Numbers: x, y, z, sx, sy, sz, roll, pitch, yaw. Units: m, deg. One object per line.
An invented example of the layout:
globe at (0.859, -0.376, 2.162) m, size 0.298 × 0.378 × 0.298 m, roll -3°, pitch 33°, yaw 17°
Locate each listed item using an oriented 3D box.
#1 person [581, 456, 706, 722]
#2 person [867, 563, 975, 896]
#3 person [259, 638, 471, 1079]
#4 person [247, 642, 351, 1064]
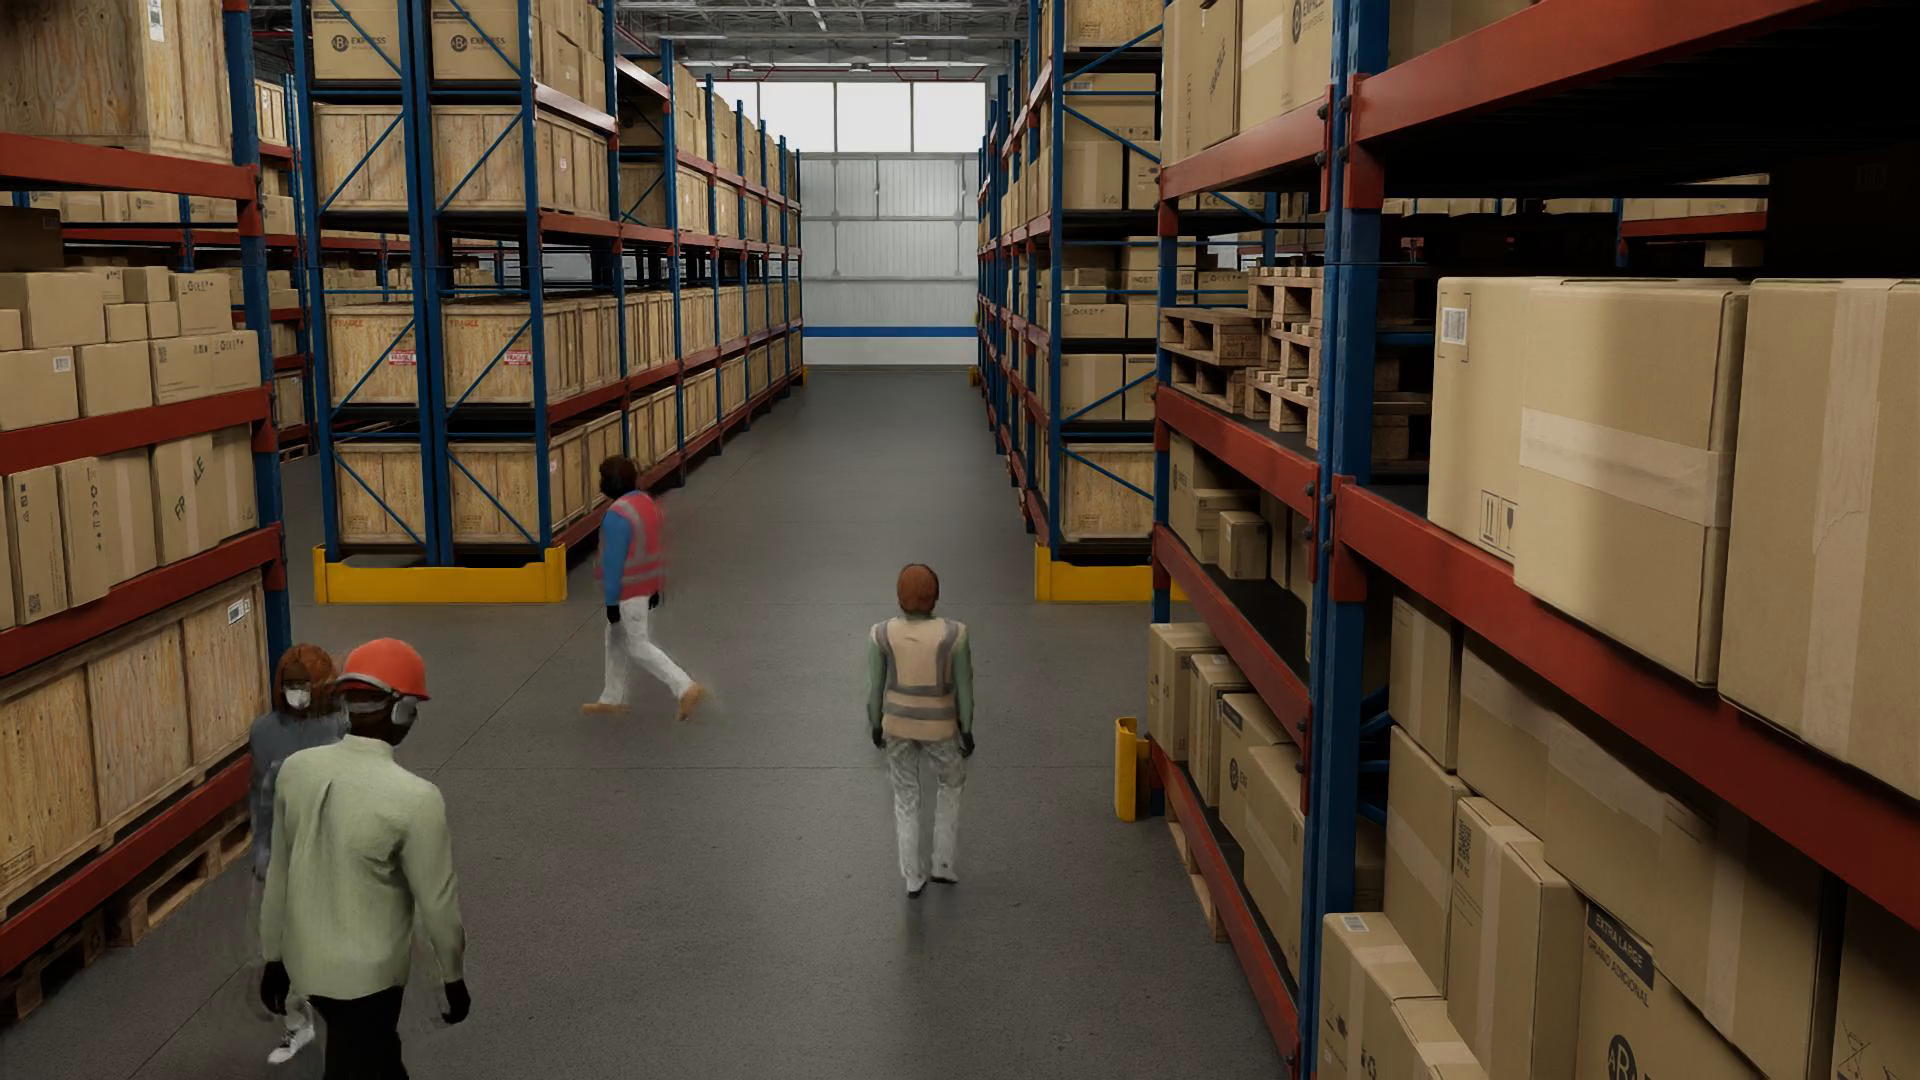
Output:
person at (-2.138, 0.333, 11.123) m, size 0.859 × 1.812 × 0.630 m, roll 1°, pitch 9°, yaw 7°
person at (-0.190, 0.915, 8.042) m, size 0.548 × 1.625 × 0.389 m, roll 2°, pitch 9°, yaw 11°
person at (-1.746, 1.259, 5.032) m, size 0.623 × 1.925 × 0.956 m, roll 5°, pitch 11°, yaw 30°
person at (-2.468, 1.193, 6.376) m, size 0.503 × 1.636 × 0.293 m, roll 0°, pitch 9°, yaw 1°
